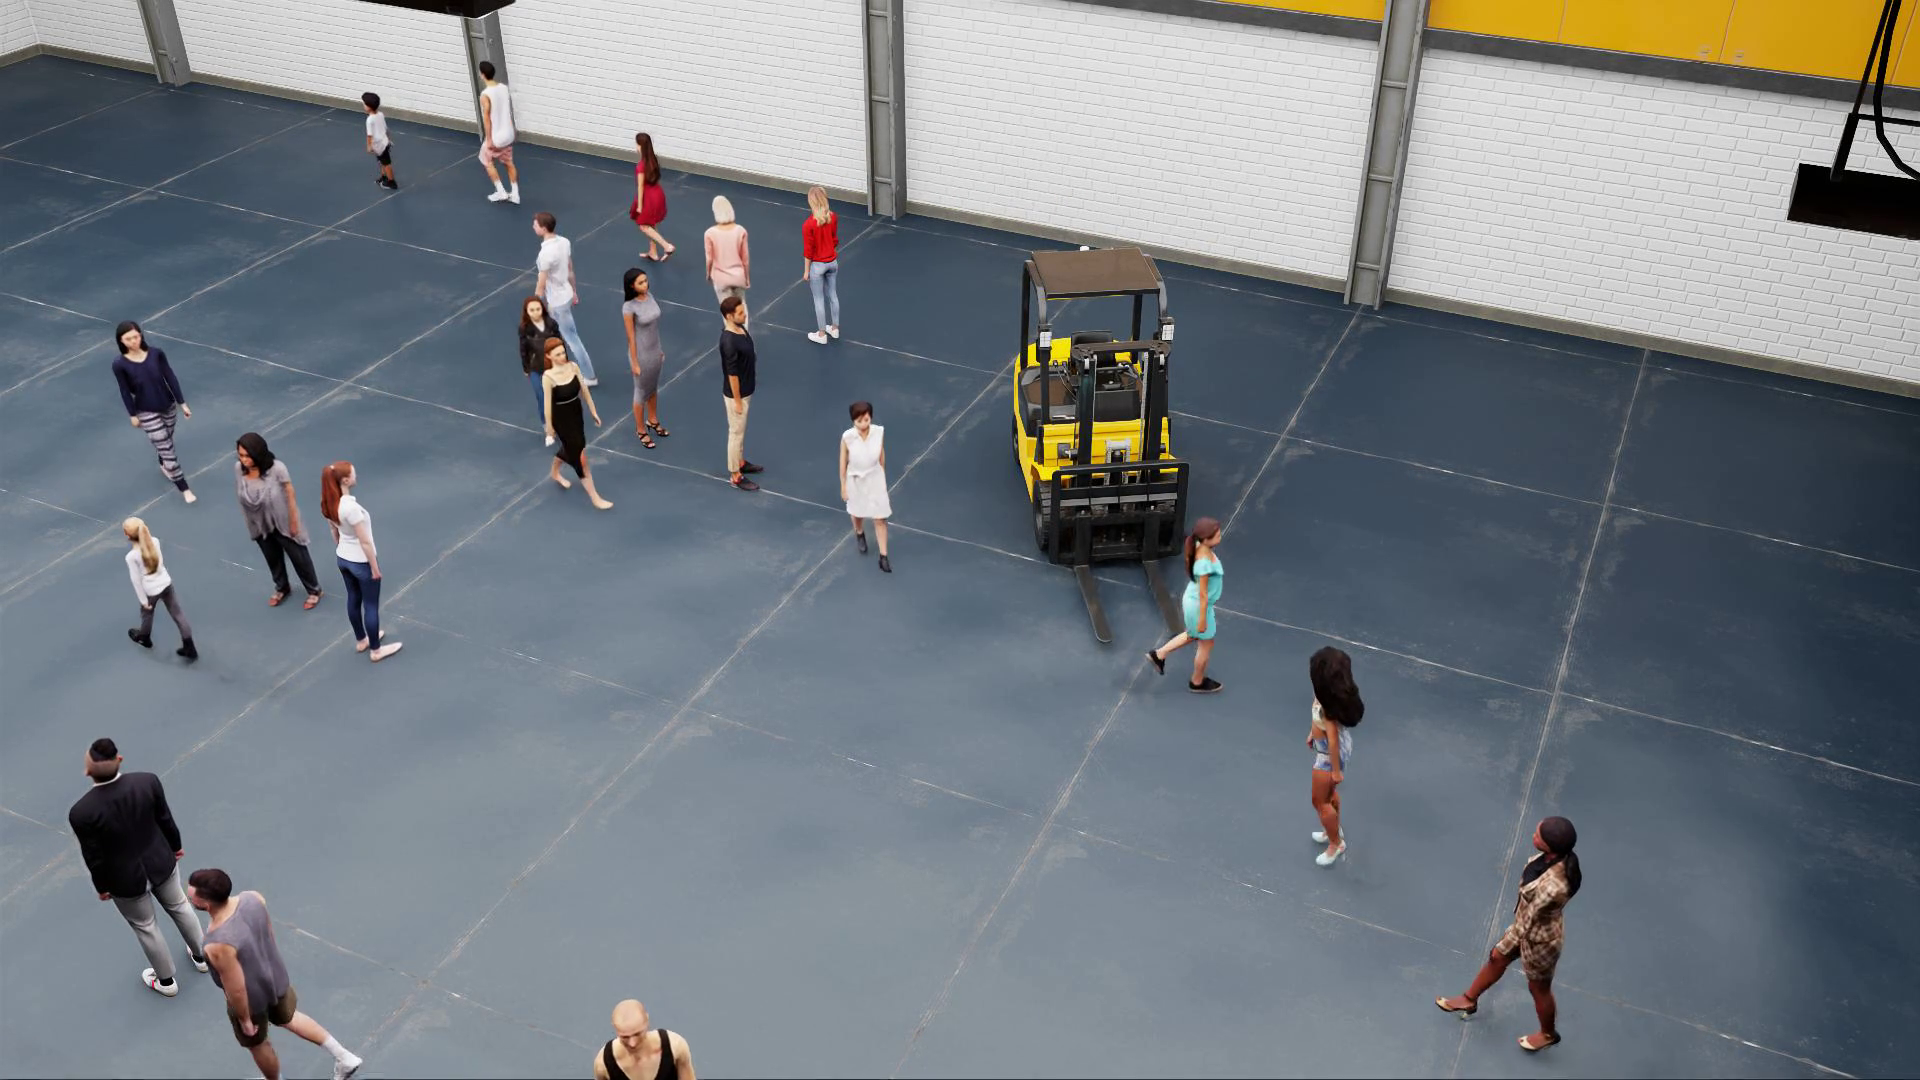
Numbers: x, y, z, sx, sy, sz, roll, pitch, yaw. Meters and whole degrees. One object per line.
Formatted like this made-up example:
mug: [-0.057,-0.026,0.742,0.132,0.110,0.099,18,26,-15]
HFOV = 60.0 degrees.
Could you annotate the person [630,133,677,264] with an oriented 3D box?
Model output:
person: [-3.516,-3.906,19.101,0.782,1.543,0.600,11,35,16]

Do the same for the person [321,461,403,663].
person: [-4.660,0.170,12.796,0.506,1.735,0.645,20,39,27]

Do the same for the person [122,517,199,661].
person: [-6.173,0.402,12.881,0.870,1.255,0.538,18,37,24]

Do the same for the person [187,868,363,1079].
person: [-3.819,2.472,9.171,1.020,1.830,0.760,8,34,12]

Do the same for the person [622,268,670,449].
person: [-2.964,-1.724,15.603,0.523,1.781,0.579,16,37,23]

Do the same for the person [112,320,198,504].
person: [-7.235,-1.208,14.910,0.863,1.690,1.157,-29,43,-36]

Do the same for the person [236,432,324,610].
person: [-5.537,-0.187,13.449,0.678,1.606,0.769,5,34,7]

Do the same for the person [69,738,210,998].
person: [-4.909,1.932,9.951,0.689,1.950,0.764,25,41,32]

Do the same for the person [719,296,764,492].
person: [-2.001,-1.345,14.964,0.671,1.857,0.709,1,34,1]

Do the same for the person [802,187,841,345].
person: [-1.442,-2.875,17.406,0.678,1.703,0.627,-29,43,-36]

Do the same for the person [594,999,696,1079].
person: [-1.576,2.945,8.582,1.118,1.778,1.190,-12,35,-17]

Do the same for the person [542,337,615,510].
person: [-3.544,-1.082,14.825,1.106,1.574,0.668,20,38,27]

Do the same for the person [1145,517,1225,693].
person: [1.730,0.494,12.479,0.916,1.546,0.751,0,34,1]

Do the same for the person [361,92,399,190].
person: [-7.304,-5.052,21.090,0.643,1.250,0.565,8,34,11]

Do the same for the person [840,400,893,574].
person: [-0.827,-0.525,14.030,0.957,1.525,0.986,-9,35,-13]

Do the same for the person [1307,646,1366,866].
person: [2.491,1.454,10.999,0.706,1.585,0.711,-1,34,-2]

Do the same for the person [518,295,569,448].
person: [-3.963,-1.681,15.833,0.869,1.455,0.960,-15,37,-22]

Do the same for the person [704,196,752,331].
person: [-2.358,-2.655,17.082,0.902,1.696,0.951,-10,35,-15]

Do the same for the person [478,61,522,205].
person: [-5.630,-4.984,20.517,0.672,1.771,0.674,17,37,24]

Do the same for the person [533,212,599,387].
person: [-3.880,-2.358,16.524,1.086,1.818,0.873,2,34,3]

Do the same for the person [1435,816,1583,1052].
person: [3.395,2.324,9.532,0.965,1.761,0.625,12,35,17]
